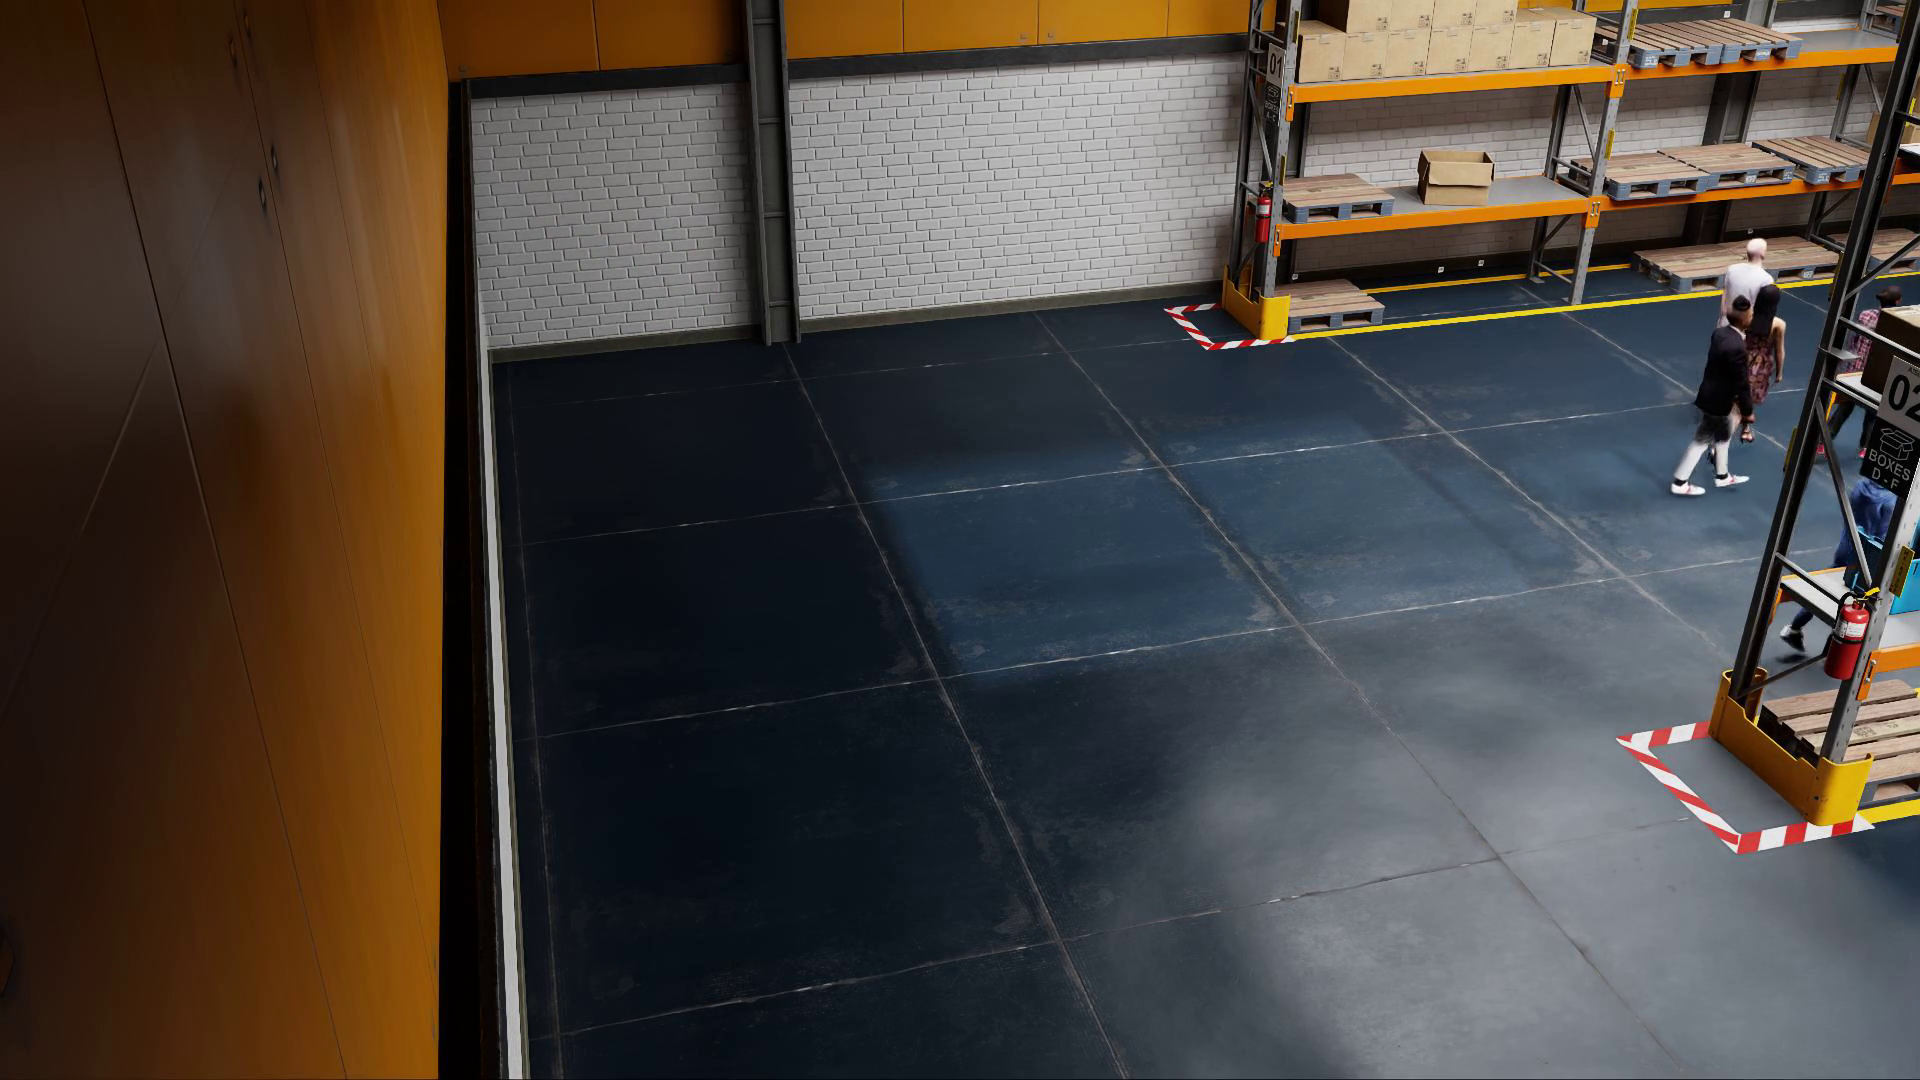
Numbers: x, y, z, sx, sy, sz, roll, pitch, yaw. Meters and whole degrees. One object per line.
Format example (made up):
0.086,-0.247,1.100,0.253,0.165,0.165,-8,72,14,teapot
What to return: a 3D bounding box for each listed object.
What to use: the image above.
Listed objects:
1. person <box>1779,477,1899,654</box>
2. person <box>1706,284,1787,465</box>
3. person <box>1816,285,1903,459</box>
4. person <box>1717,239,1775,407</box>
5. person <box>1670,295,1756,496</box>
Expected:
6.739,0.110,12.551,1.115,1.783,0.710,-6,29,-11,person
7.356,-1.490,15.539,1.225,1.728,0.913,-21,35,-33,person
8.467,-1.548,15.617,1.056,1.757,0.836,-13,31,-23,person
7.710,-2.092,16.547,0.982,1.821,0.761,-13,31,-22,person
6.727,-1.278,14.941,1.089,1.931,0.945,4,29,7,person
